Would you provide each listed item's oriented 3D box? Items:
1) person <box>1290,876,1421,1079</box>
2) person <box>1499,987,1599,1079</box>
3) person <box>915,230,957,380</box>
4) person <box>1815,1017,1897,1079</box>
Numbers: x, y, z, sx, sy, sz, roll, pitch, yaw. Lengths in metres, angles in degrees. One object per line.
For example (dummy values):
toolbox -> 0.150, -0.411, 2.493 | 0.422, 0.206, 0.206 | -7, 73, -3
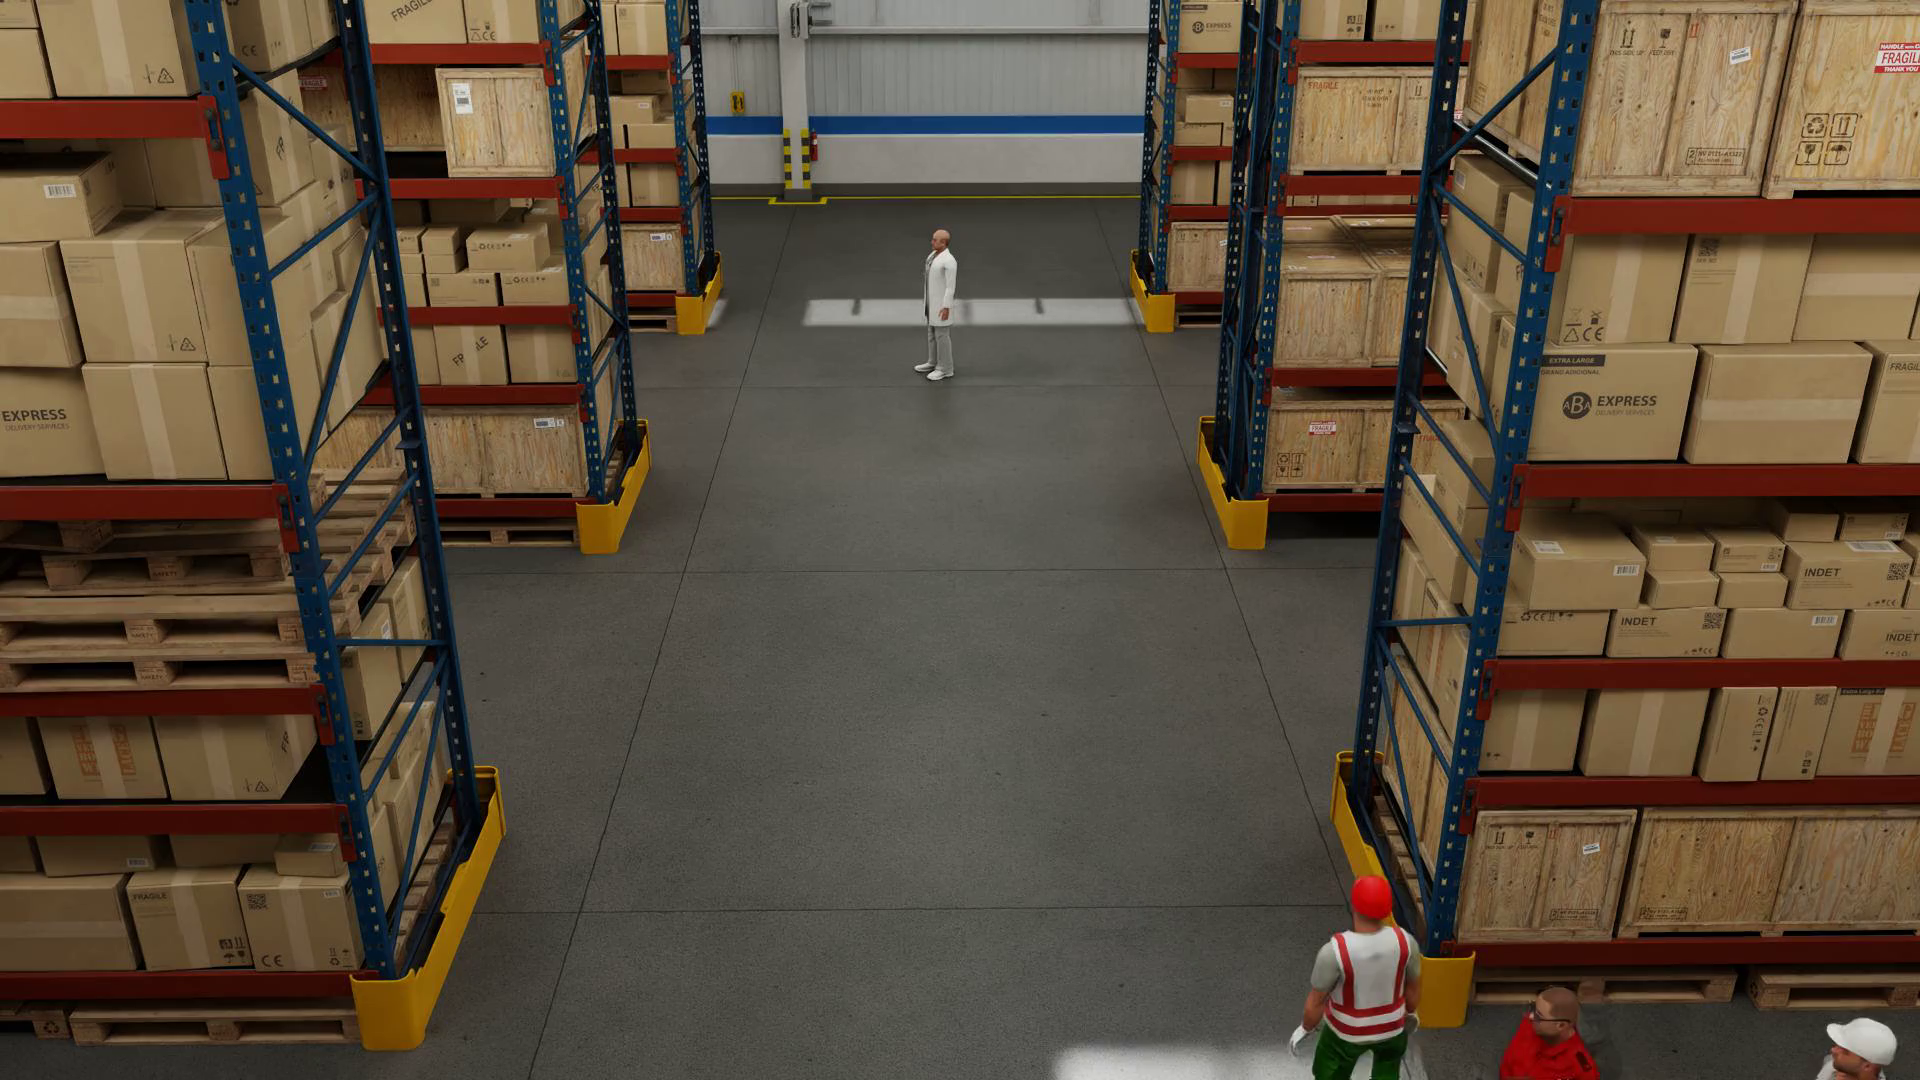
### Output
person -> 2.029, 2.470, 8.511 | 0.680, 1.790, 0.377 | -4, 25, -8
person -> 2.653, 2.836, 7.849 | 0.491, 1.744, 0.581 | -9, 27, -19
person -> -0.287, -2.826, 19.903 | 0.395, 1.782, 0.548 | -11, 27, -23
person -> 3.973, 2.912, 7.583 | 0.348, 1.789, 0.586 | 2, 25, 5
